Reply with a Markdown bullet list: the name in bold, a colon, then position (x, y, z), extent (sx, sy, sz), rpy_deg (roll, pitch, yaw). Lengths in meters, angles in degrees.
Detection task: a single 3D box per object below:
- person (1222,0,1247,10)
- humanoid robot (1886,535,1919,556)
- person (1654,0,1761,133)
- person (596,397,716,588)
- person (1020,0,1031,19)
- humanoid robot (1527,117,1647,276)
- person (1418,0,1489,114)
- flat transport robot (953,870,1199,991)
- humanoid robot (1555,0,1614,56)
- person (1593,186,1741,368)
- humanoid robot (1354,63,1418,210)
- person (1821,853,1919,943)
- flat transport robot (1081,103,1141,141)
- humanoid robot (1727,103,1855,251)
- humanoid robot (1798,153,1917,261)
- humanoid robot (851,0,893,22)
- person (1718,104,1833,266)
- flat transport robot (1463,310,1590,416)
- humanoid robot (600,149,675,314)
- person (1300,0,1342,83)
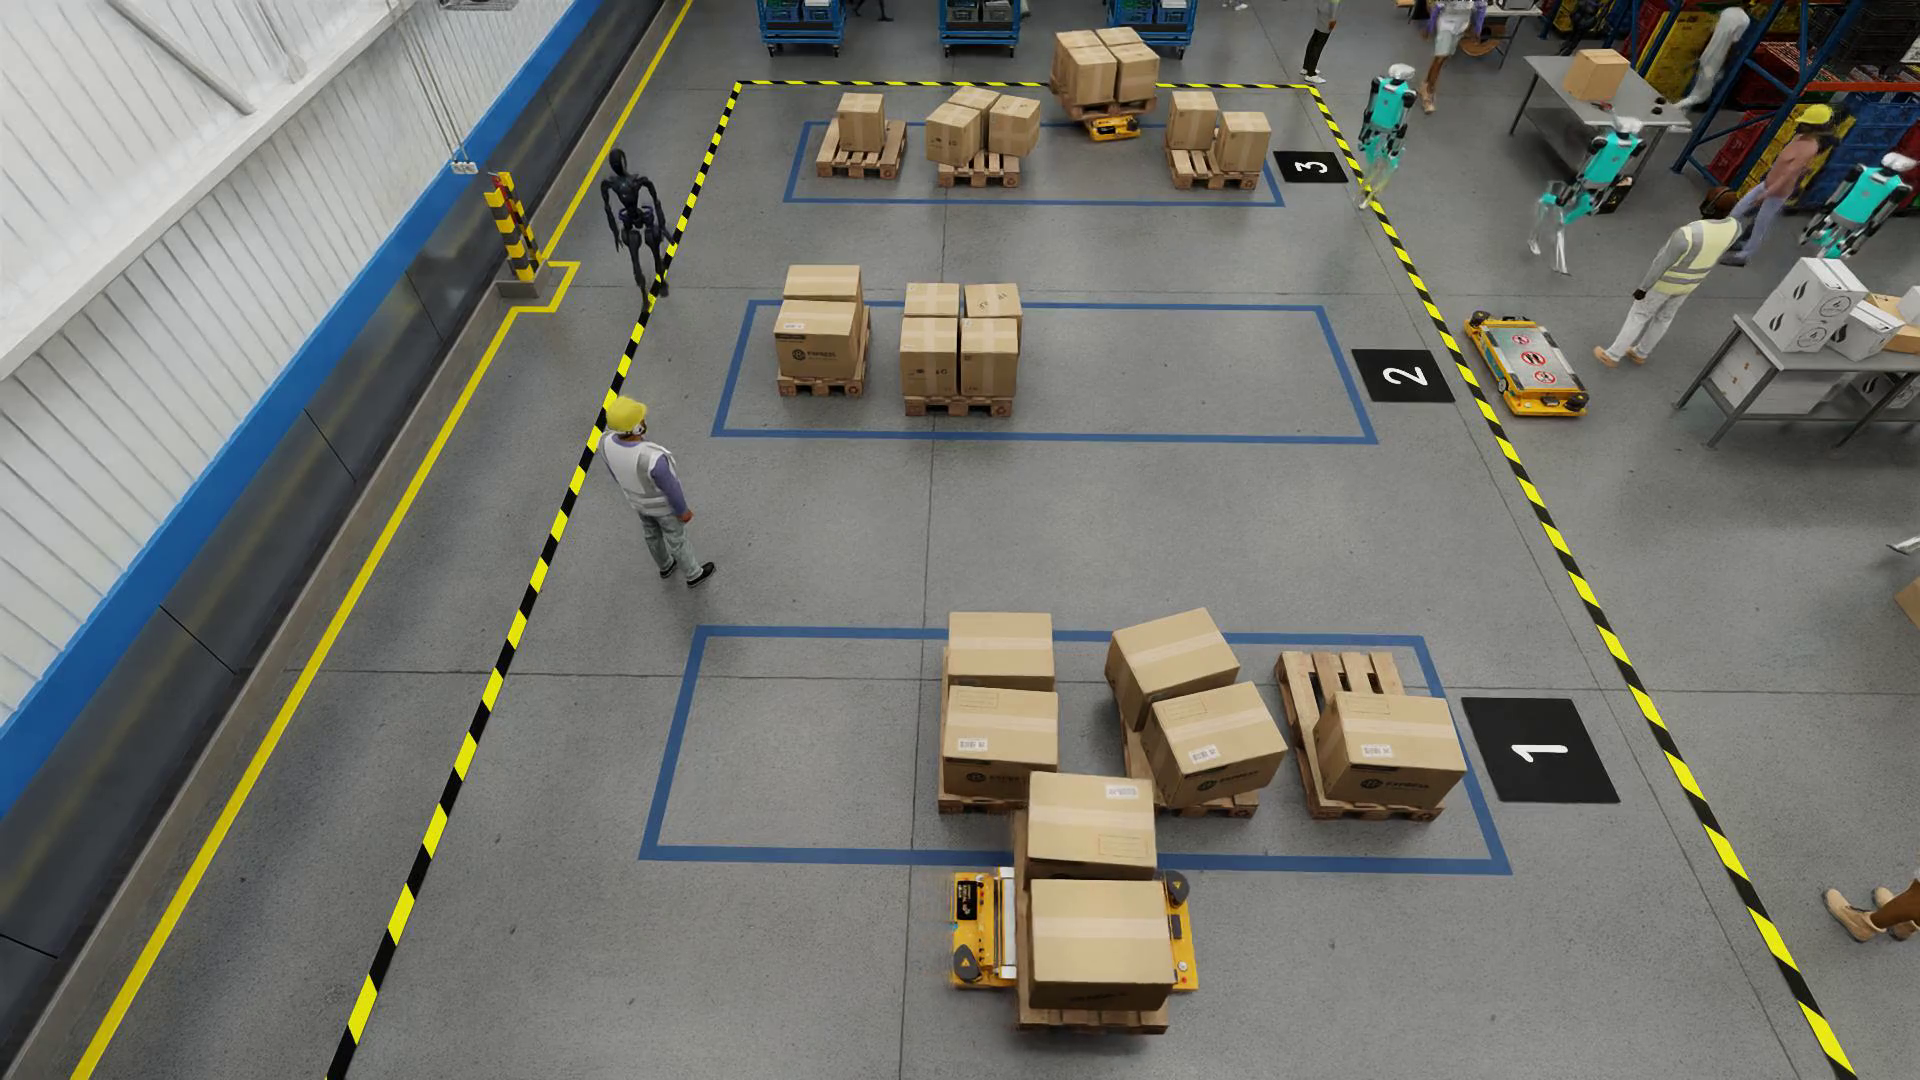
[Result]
- **person**: position (4.621, -9.606, 14.871), extent (0.296, 1.744, 0.483), rpy_deg (-36, 58, -27)
- **humanoid robot**: position (8.032, -0.407, 6.914), extent (1.005, 1.735, 0.550), rpy_deg (-7, 50, -6)
- **person**: position (9.650, -6.142, 11.802), extent (0.606, 1.854, 0.532), rpy_deg (2, 49, 2)
- **person**: position (-2.246, -0.328, 6.780), extent (0.587, 1.837, 0.404), rpy_deg (20, 52, 17)
- **person**: position (0.956, -9.269, 14.547), extent (0.524, 1.802, 0.628), rpy_deg (25, 53, 20)
- **humanoid robot**: position (6.580, -3.713, 9.776), extent (0.548, 1.733, 1.015), rpy_deg (1, 49, 1)
- **person**: position (6.657, -6.832, 12.294), extent (0.634, 2.013, 0.815), rpy_deg (-3, 49, -3)
- **flat transport robot**: position (0.678, 2.325, 5.503), extent (1.431, 0.197, 0.652), rpy_deg (1, 49, 1)
- **humanoid robot**: position (9.025, -7.587, 13.173), extent (0.364, 1.635, 0.585), rpy_deg (-11, 50, -9)
- **person**: position (6.649, -2.421, 8.596), extent (0.626, 1.837, 0.430), rpy_deg (-8, 50, -7)
- **humanoid robot**: position (4.931, -4.586, 10.589), extent (0.796, 1.856, 0.545), rpy_deg (-31, 56, -24)
- **person**: position (5.580, 1.674, 4.914), extent (0.605, 2.041, 0.382), rpy_deg (1, 49, 1)
- **flat transport robot**: position (1.948, -5.971, 12.683), extent (0.652, 0.197, 1.431), rpy_deg (-10, 50, -9)
- **humanoid robot**: position (9.099, -3.966, 10.044), extent (0.602, 1.623, 0.608), rpy_deg (-9, 50, -8)
- **humanoid robot**: position (8.872, -3.082, 9.223), extent (1.012, 1.732, 0.558), rpy_deg (-25, 54, -20)
- **humanoid robot**: position (-1.453, -9.152, 14.557), extent (0.738, 1.647, 0.602), rpy_deg (8, 50, 6)
- **person**: position (8.572, -3.760, 9.811), extent (0.715, 1.742, 0.528), rpy_deg (12, 50, 10)
- **flat transport robot**: position (5.573, -1.757, 9.054), extent (0.659, 0.231, 1.431), rpy_deg (1, 49, 1)
- **humanoid robot**: position (-3.243, -3.128, 9.317), extent (0.601, 1.642, 0.652), rpy_deg (-7, 50, -6)
- **person**: position (5.238, -7.491, 12.970), extent (0.371, 1.852, 0.588), rpy_deg (1, 49, 1)
